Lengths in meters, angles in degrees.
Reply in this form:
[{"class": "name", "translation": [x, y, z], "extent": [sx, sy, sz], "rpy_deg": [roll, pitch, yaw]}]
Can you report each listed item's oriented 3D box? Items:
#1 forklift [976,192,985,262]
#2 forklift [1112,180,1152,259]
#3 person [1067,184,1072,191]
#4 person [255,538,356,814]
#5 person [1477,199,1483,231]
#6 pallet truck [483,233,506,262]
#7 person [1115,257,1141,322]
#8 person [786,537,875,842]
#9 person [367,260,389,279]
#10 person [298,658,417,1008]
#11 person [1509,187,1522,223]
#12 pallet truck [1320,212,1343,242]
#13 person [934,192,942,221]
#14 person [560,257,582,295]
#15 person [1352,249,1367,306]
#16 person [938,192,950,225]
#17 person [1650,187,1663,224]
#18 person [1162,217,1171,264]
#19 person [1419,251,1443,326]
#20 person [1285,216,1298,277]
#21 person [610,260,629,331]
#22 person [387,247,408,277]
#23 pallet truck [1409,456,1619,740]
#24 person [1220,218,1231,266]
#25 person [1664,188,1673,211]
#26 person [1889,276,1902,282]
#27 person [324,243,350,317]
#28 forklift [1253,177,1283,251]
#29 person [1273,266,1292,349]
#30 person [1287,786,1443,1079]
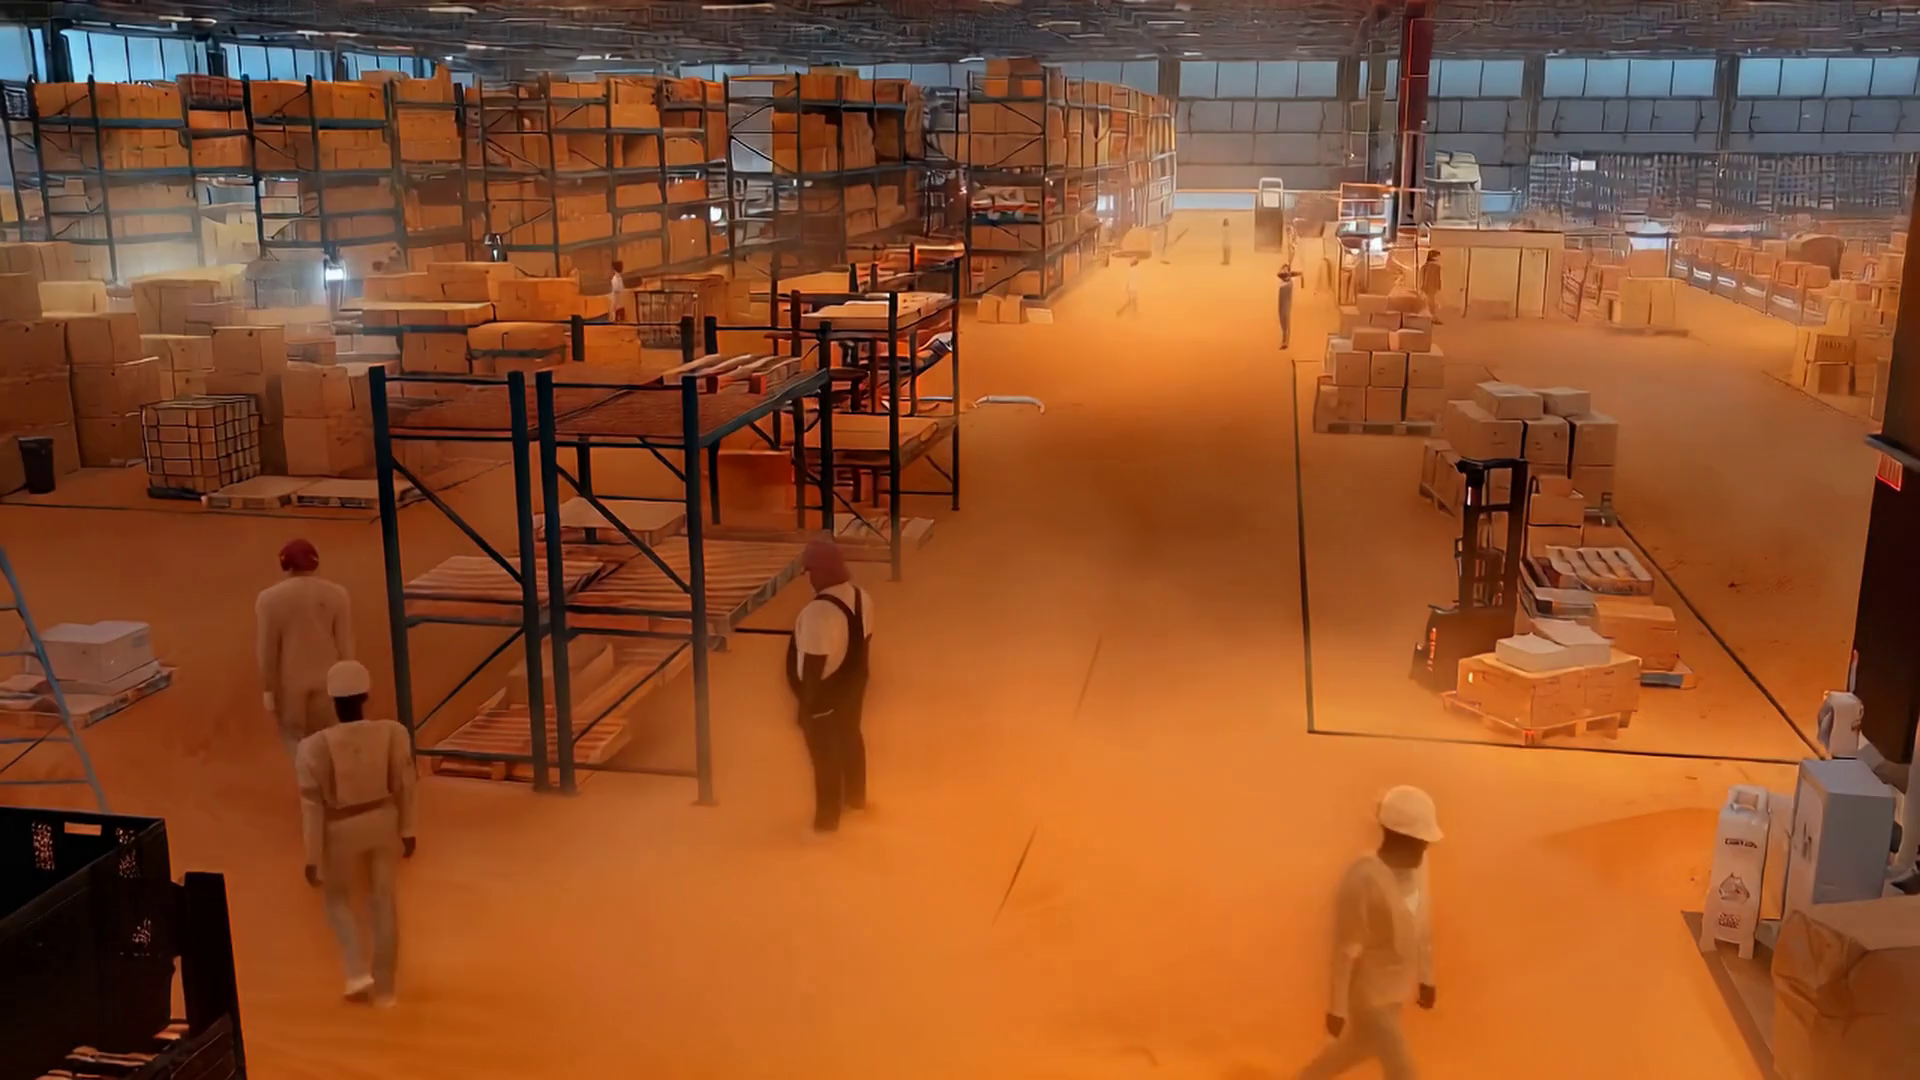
[{"class": "forklift", "translation": [1.203, -10.843, 57.226], "extent": [1.129, 2.768, 1.873], "rpy_deg": [3, 14, 10]}, {"class": "forklift", "translation": [6.082, -11.722, 60.796], "extent": [1.873, 2.768, 1.129], "rpy_deg": [2, 14, 9]}, {"class": "person", "translation": [5.938, -18.777, 91.797], "extent": [0.583, 1.731, 0.575], "rpy_deg": [0, 14, 1]}, {"class": "person", "translation": [-4.433, 0.950, 11.358], "extent": [0.652, 1.907, 0.576], "rpy_deg": [-10, 17, -36]}, {"class": "person", "translation": [22.469, -13.945, 72.213], "extent": [0.931, 1.721, 0.538], "rpy_deg": [5, 15, 20]}, {"class": "pallet truck", "translation": [-11.832, -7.026, 43.548], "extent": [1.885, 1.965, 0.823], "rpy_deg": [8, 16, 28]}, {"class": "person", "translation": [4.127, -6.140, 40.756], "extent": [0.582, 1.615, 0.520], "rpy_deg": [5, 15, 20]}, {"class": "person", "translation": [-0.890, 0.963, 11.023], "extent": [0.536, 2.000, 0.689], "rpy_deg": [8, 16, 29]}, {"class": "person", "translation": [-12.297, -4.995, 35.447], "extent": [0.601, 1.925, 0.639], "rpy_deg": [9, 16, 33]}, {"class": "person", "translation": [-3.188, 1.563, 8.837], "extent": [0.621, 1.910, 0.446], "rpy_deg": [-10, 17, -35]}, {"class": "person", "translation": [28.364, -17.136, 85.020], "extent": [0.623, 1.781, 0.912], "rpy_deg": [0, 14, 1]}, {"class": "pallet truck", "translation": [15.874, -13.227, 70.310], "extent": [0.680, 1.201, 1.601], "rpy_deg": [10, 17, 35]}, {"class": "person", "translation": [-1.020, -17.300, 85.700], "extent": [0.611, 1.788, 0.805], "rpy_deg": [1, 14, 5]}, {"class": "person", "translation": [-9.420, -6.043, 40.310], "extent": [0.526, 1.631, 0.321], "rpy_deg": [0, 14, 1]}, {"class": "person", "translation": [9.271, -5.802, 38.738], "extent": [0.436, 1.927, 0.575], "rpy_deg": [9, 16, 32]}, {"class": "person", "translation": [-0.775, -16.649, 82.960], "extent": [0.631, 1.831, 0.591], "rpy_deg": [3, 14, 13]}, {"class": "person", "translation": [33.420, -15.936, 79.812], "extent": [0.660, 1.961, 0.437], "rpy_deg": [-9, 16, -33]}, {"class": "person", "translation": [7.290, -10.580, 58.725], "extent": [0.281, 1.633, 0.499], "rpy_deg": [0, 14, 1]}, {"class": "person", "translation": [11.360, -6.095, 40.201], "extent": [0.603, 1.792, 0.911], "rpy_deg": [-11, 17, -37]}, {"class": "person", "translation": [10.655, -9.421, 53.393], "extent": [0.356, 1.939, 0.542], "rpy_deg": [8, 16, 30]}, {"class": "person", "translation": [-7.907, -5.646, 38.572], "extent": [0.372, 1.682, 0.557], "rpy_deg": [0, 14, 2]}, {"class": "person", "translation": [-12.965, -5.734, 38.305], "extent": [0.622, 1.993, 0.382], "rpy_deg": [7, 16, 27]}, {"class": "pallet truck", "translation": [4.504, 0.400, 13.395], "extent": [0.823, 1.965, 1.885], "rpy_deg": [-6, 15, -23]}, {"class": "person", "translation": [9.236, -10.355, 57.811], "extent": [0.286, 1.633, 0.501], "rpy_deg": [11, 18, 38]}, {"class": "person", "translation": [36.191, -17.174, 85.147], "extent": [0.581, 1.799, 0.757], "rpy_deg": [-2, 14, -8]}, {"class": "person", "translation": [17.487, -4.010, 31.401], "extent": [0.772, 1.940, 0.649], "rpy_deg": [4, 14, 17]}, {"class": "person", "translation": [-15.406, -6.400, 41.192], "extent": [0.587, 1.911, 0.397], "rpy_deg": [-7, 16, -27]}, {"class": "forklift", "translation": [12.083, -12.747, 64.956], "extent": [1.129, 2.768, 1.873], "rpy_deg": [3, 14, 10]}, {"class": "person", "translation": [6.979, -5.017, 35.866], "extent": [0.310, 1.768, 0.533], "rpy_deg": [-2, 14, -7]}, {"class": "person", "translation": [1.841, 1.939, 7.409], "extent": [0.983, 1.879, 0.597], "rpy_deg": [13, 19, 42]}]
